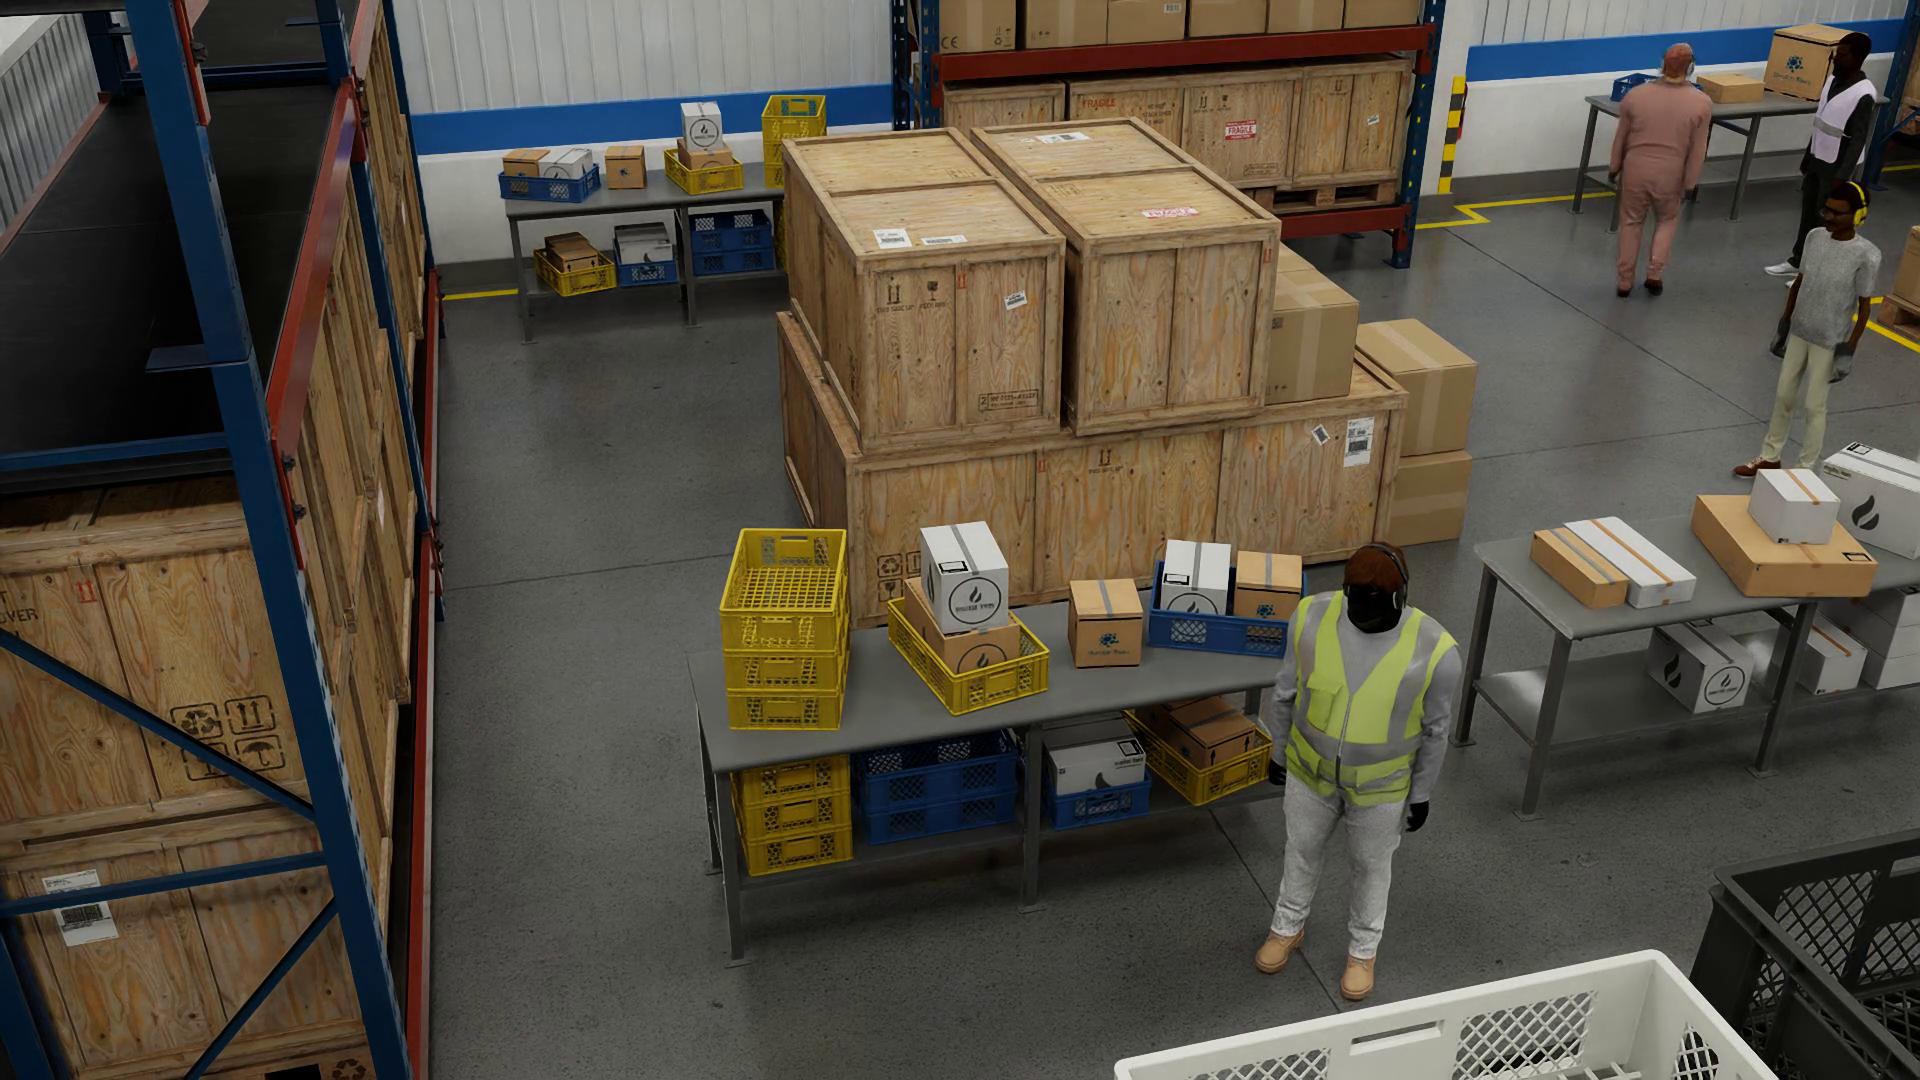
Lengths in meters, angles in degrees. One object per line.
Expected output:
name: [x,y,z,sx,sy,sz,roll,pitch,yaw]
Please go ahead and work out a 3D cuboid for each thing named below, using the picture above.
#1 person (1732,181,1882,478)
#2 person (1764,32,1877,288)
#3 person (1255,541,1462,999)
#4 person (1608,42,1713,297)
person: [4.892,-1.142,9.520,0.309,1.864,0.534,-12,31,-21]
person: [6.589,-2.861,12.585,0.393,1.920,0.587,-1,29,-1]
person: [1.394,0.829,5.967,0.631,1.843,0.429,14,32,24]
person: [5.185,-2.750,12.417,0.653,1.886,0.489,13,32,23]
